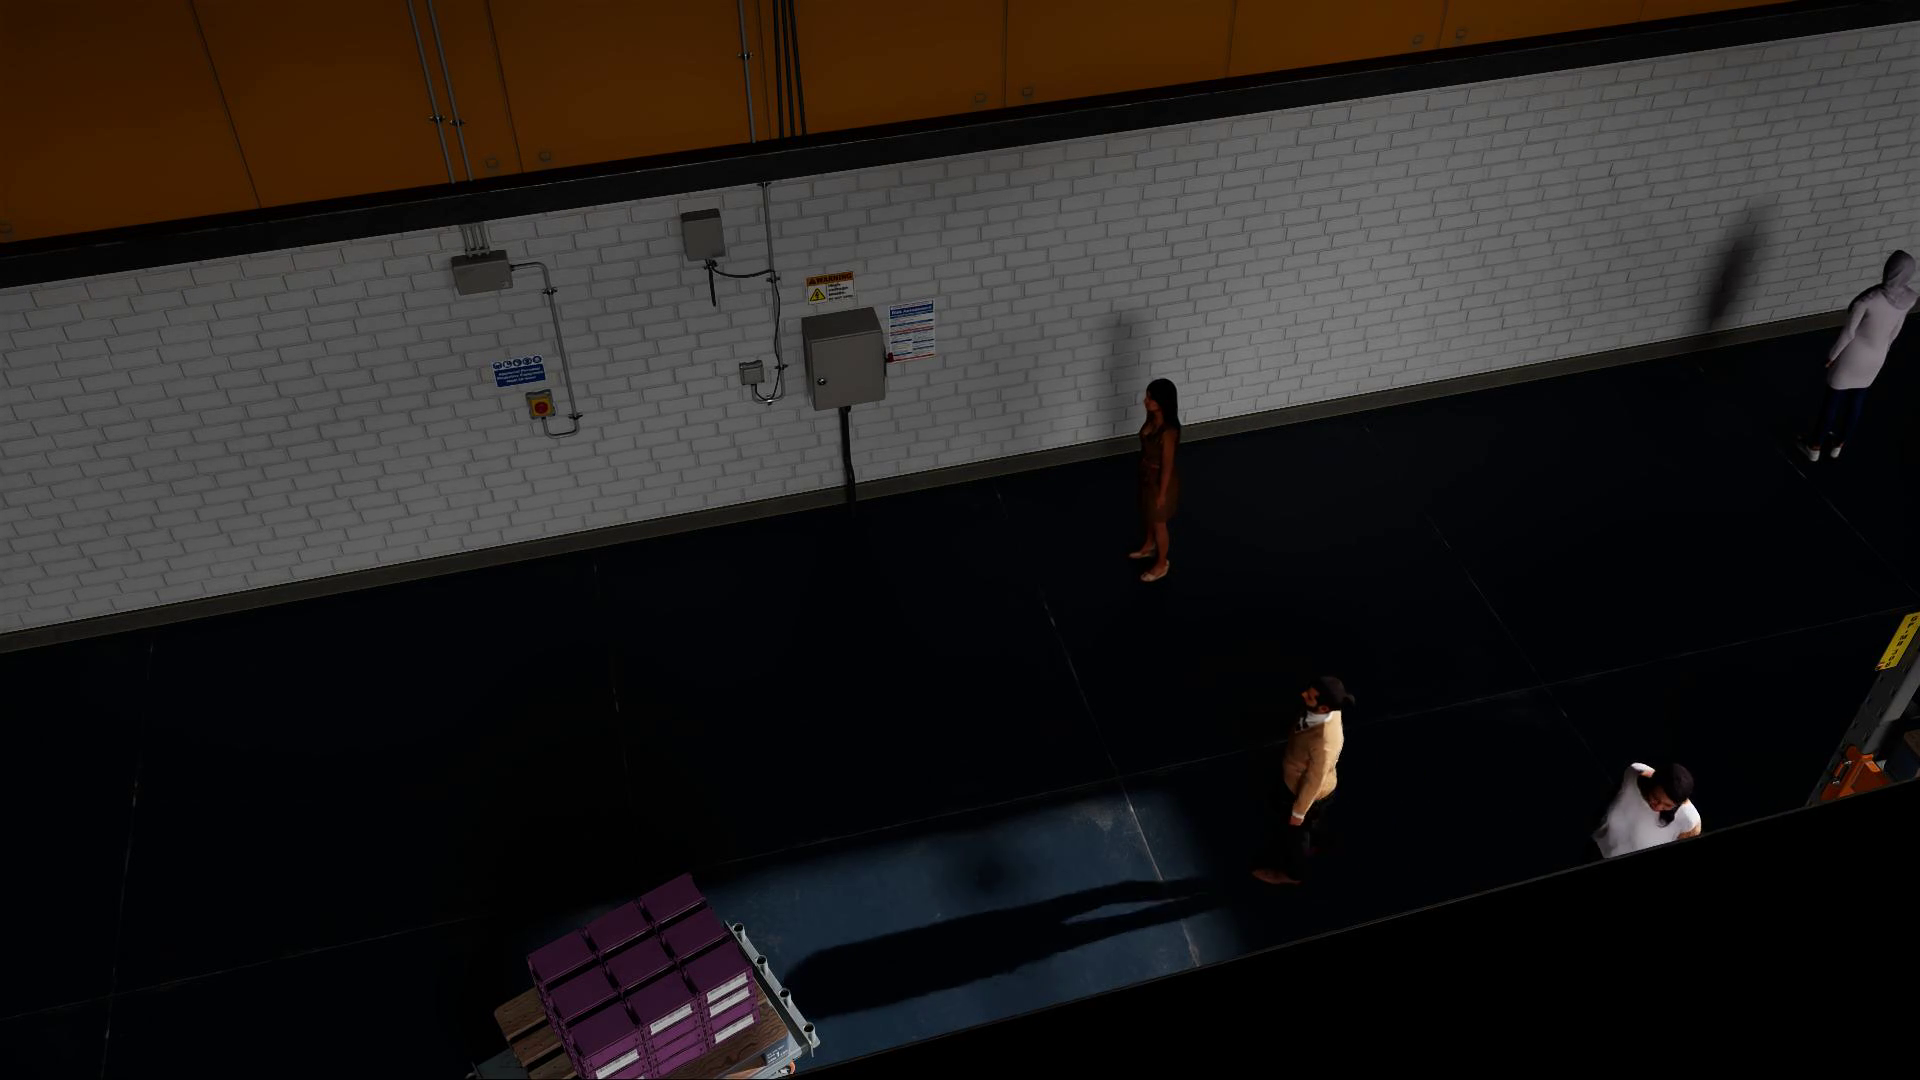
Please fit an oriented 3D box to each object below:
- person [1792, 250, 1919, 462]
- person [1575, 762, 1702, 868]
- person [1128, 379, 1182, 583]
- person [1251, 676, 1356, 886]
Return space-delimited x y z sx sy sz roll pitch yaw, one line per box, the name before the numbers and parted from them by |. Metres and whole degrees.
person | 6.599 -1.334 12.201 0.645 1.775 0.596 -3 44 -4
person | 3.712 1.710 9.098 0.992 1.646 1.073 -22 48 -22
person | 1.349 -0.410 11.295 0.626 1.685 0.441 -10 45 -11
person | 2.030 1.386 9.368 0.843 1.743 0.793 4 44 4
